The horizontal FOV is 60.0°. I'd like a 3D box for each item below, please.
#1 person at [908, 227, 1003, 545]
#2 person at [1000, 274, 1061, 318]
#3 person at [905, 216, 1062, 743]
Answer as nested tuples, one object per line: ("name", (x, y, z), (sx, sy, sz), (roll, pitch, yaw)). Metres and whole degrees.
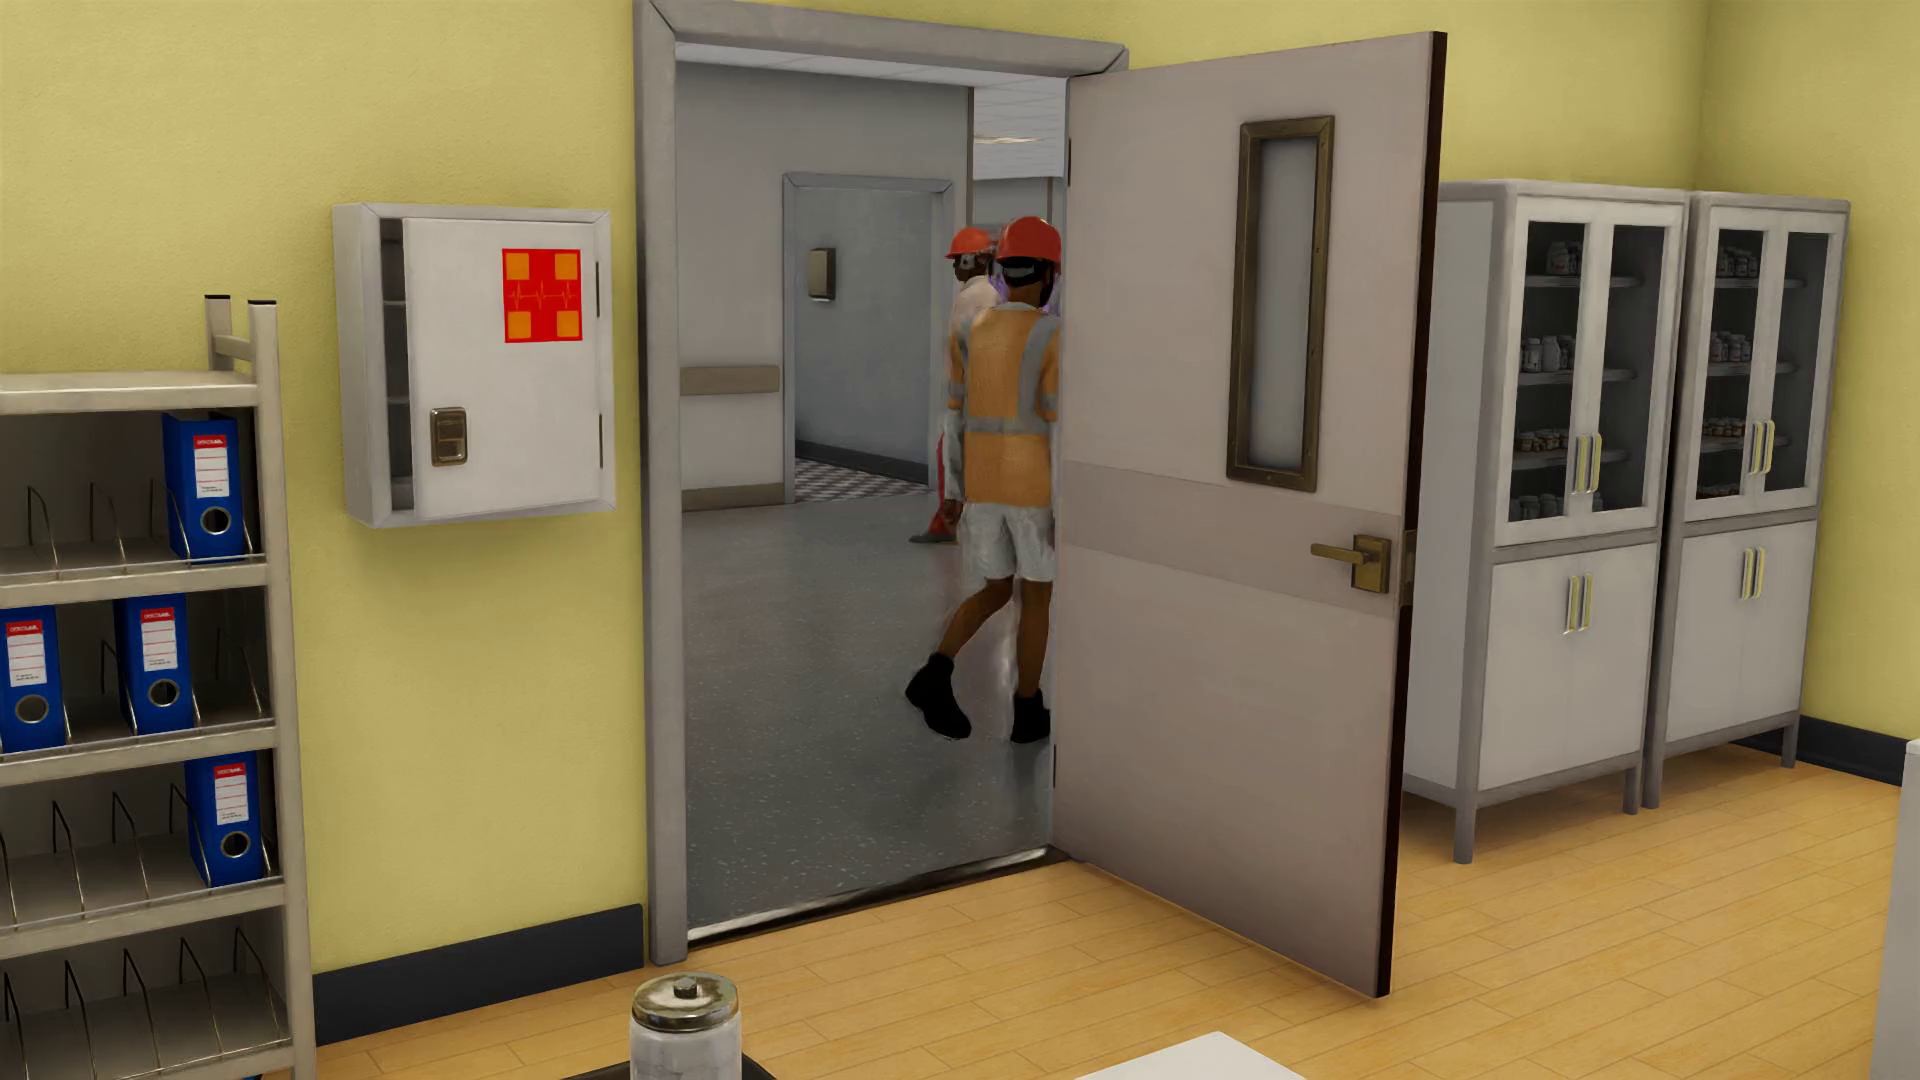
("person", (0.151, -0.892, 10.017), (0.917, 1.970, 0.625), (3, 10, 13))
("person", (0.626, -1.493, 13.451), (0.605, 2.019, 0.834), (3, 10, 11))
("person", (0.140, -0.189, 5.896), (0.555, 1.910, 0.654), (9, 12, 40))
